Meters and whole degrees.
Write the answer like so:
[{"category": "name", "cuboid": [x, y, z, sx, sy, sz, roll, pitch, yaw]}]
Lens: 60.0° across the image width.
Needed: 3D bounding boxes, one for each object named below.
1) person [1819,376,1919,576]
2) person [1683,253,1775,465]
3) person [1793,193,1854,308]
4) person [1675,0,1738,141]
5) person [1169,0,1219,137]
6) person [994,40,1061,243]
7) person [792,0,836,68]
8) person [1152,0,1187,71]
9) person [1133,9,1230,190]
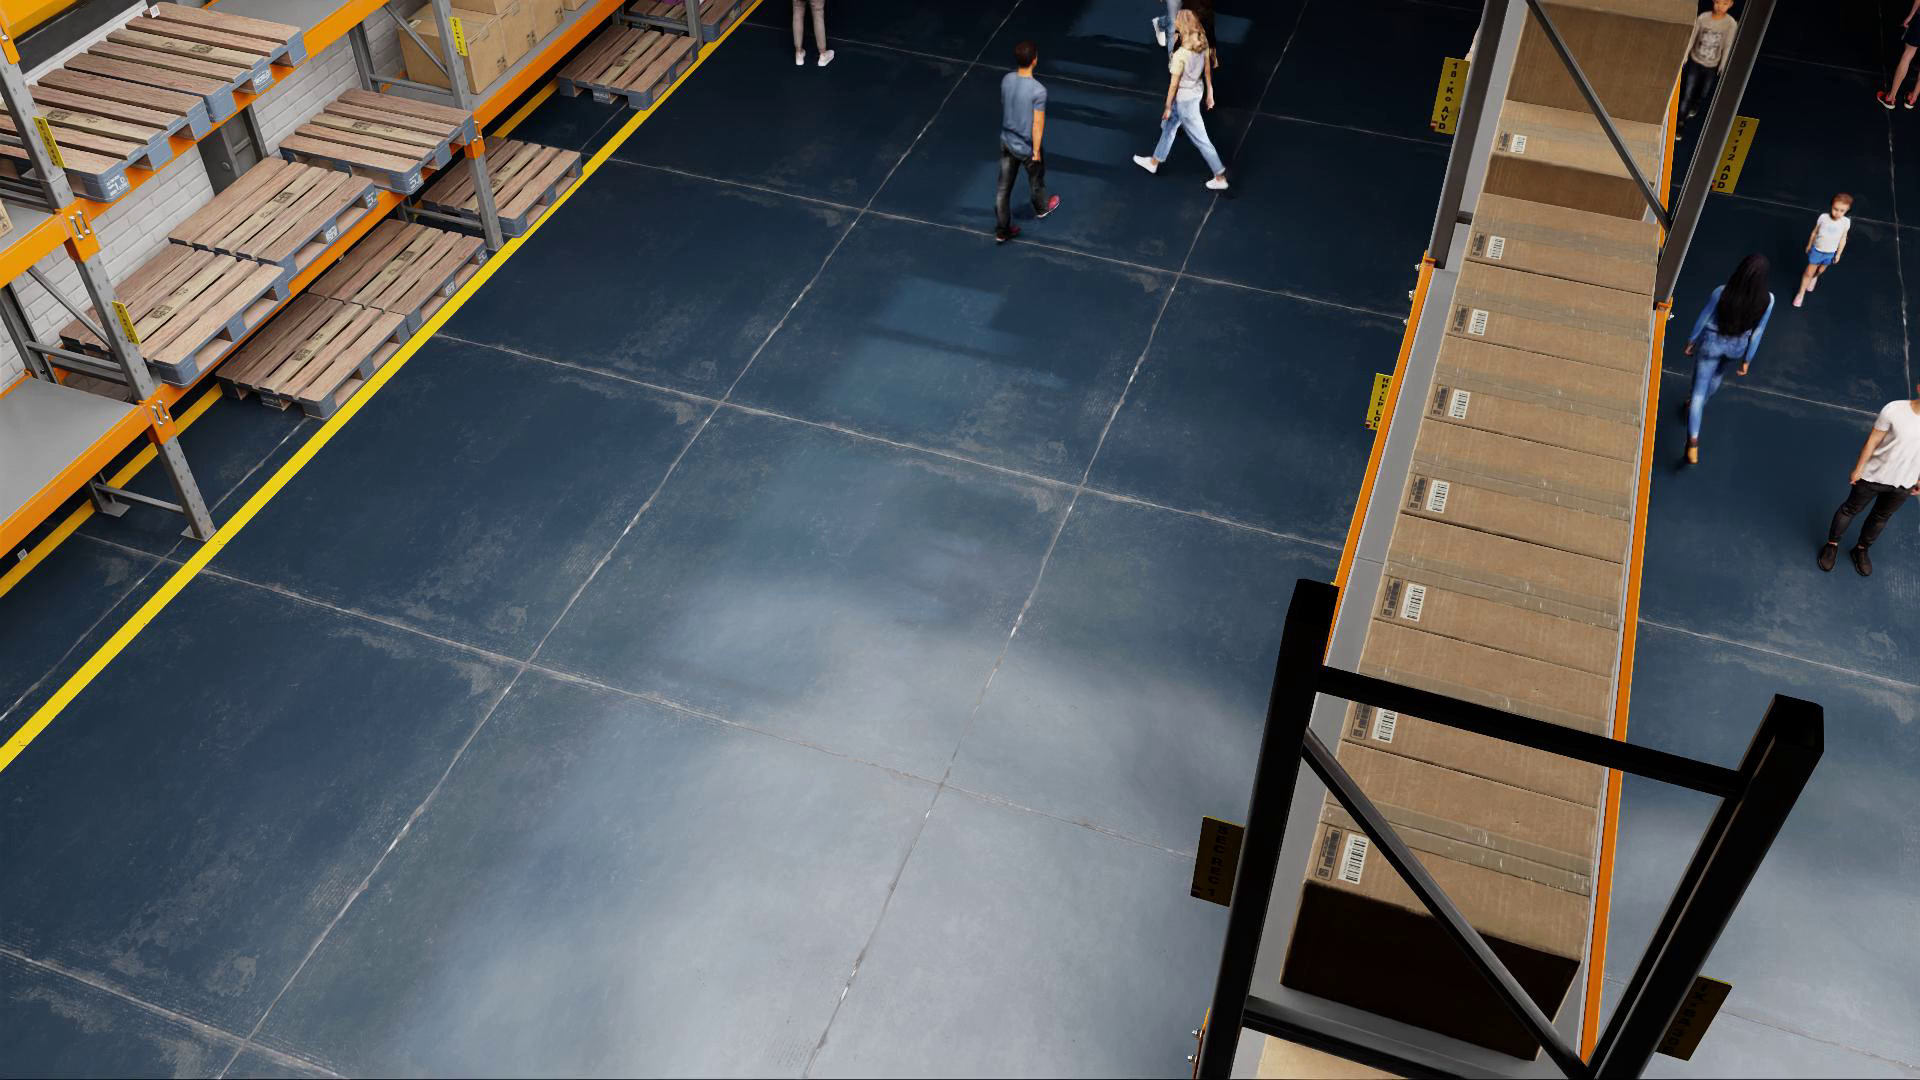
[{"category": "person", "cuboid": [6.389, -0.485, 11.411, 0.650, 1.722, 0.570, 9, 44, 9]}, {"category": "person", "cuboid": [5.633, -1.326, 12.329, 0.692, 1.673, 1.180, 10, 45, 10]}, {"category": "person", "cuboid": [7.315, -2.489, 14.034, 0.470, 1.006, 0.688, 20, 47, 19]}, {"category": "person", "cuboid": [7.143, -4.601, 15.934, 0.567, 1.443, 0.920, 16, 46, 16]}, {"category": "person", "cuboid": [2.108, -4.545, 15.750, 0.810, 1.616, 0.752, -26, 49, -25]}, {"category": "person", "cuboid": [0.474, -3.400, 14.433, 0.883, 1.776, 1.133, 30, 51, 28]}, {"category": "person", "cuboid": [-1.560, -5.693, 16.794, 0.689, 1.839, 0.593, 8, 44, 9]}, {"category": "person", "cuboid": [2.196, -5.675, 16.806, 1.101, 1.795, 1.089, -23, 48, -23]}, {"category": "person", "cuboid": [2.154, -3.915, 15.056, 0.909, 1.661, 1.218, 27, 50, 25]}]
